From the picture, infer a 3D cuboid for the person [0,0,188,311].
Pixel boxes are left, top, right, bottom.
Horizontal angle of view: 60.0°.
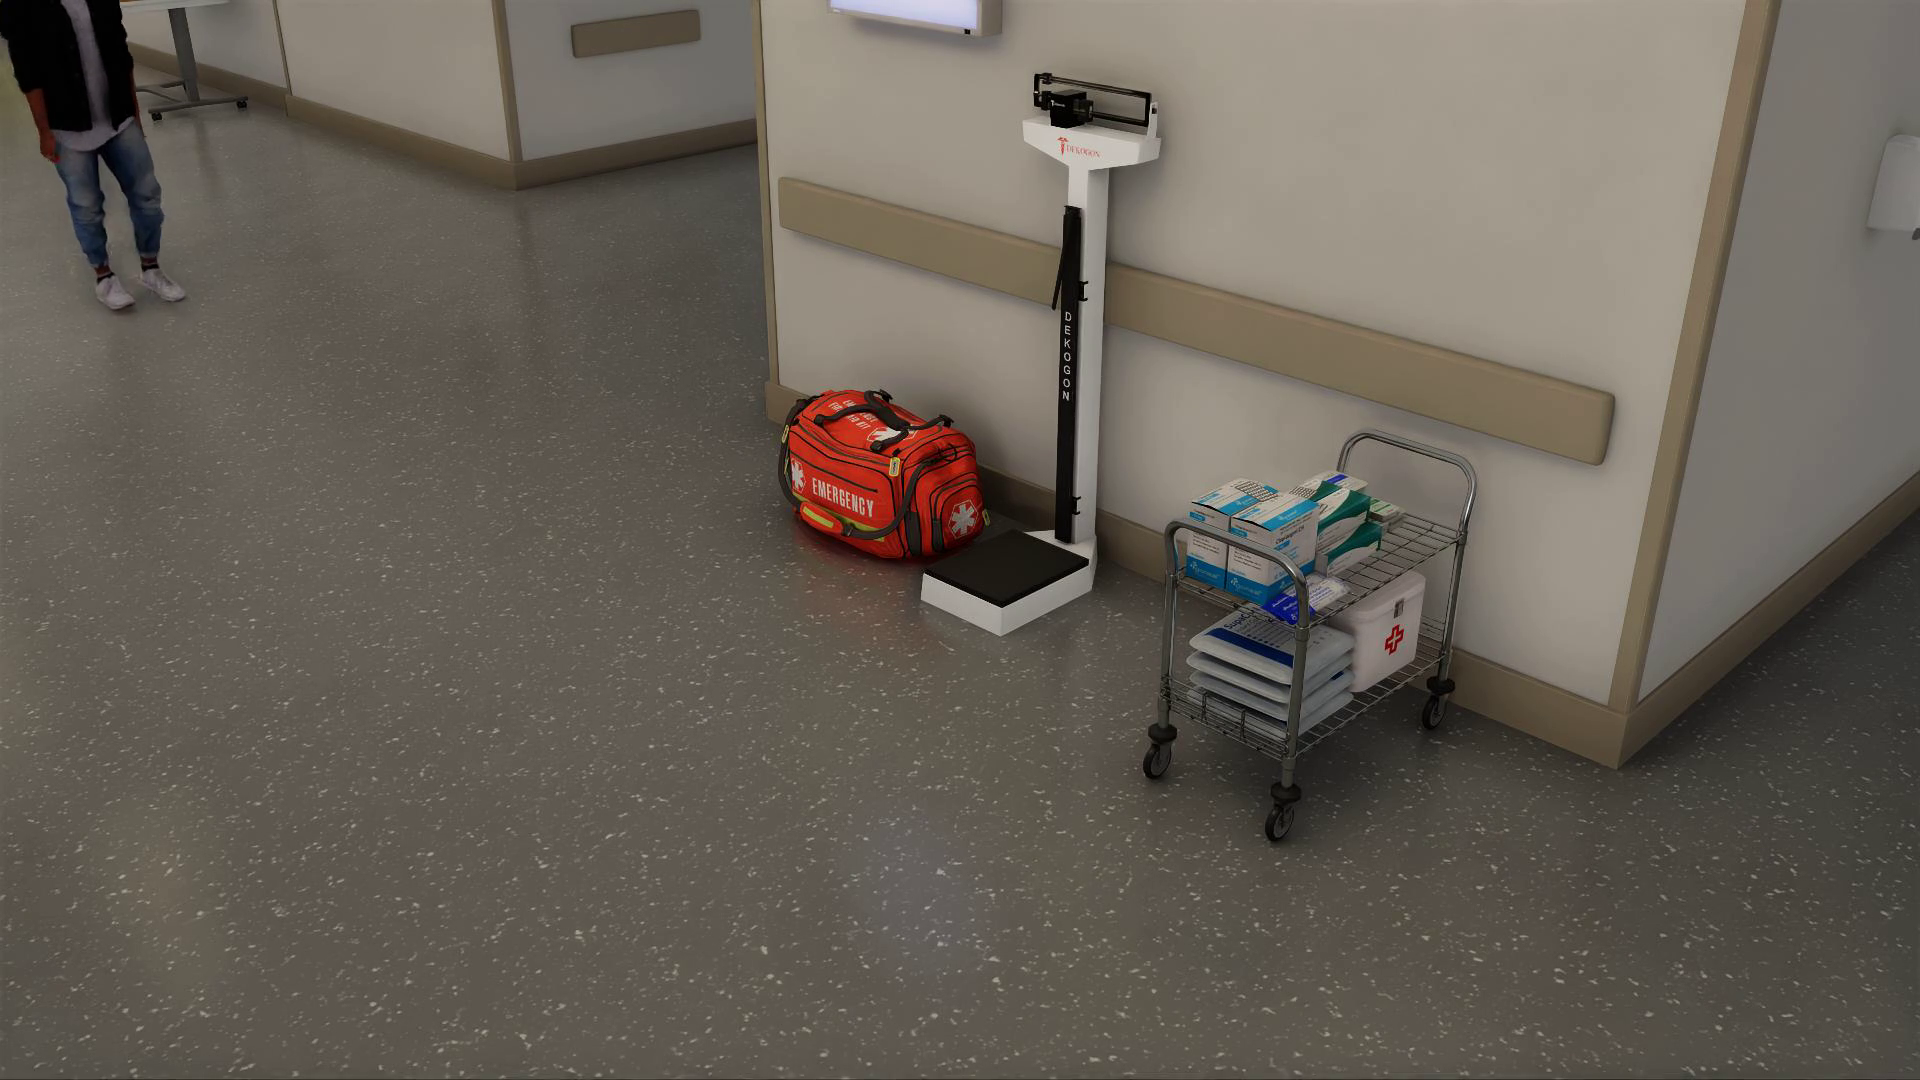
[{"bbox_3d":[-4.036,-1.959,7.611,0.687,1.798,0.636,-23,34,-39],"label":"person"}]
